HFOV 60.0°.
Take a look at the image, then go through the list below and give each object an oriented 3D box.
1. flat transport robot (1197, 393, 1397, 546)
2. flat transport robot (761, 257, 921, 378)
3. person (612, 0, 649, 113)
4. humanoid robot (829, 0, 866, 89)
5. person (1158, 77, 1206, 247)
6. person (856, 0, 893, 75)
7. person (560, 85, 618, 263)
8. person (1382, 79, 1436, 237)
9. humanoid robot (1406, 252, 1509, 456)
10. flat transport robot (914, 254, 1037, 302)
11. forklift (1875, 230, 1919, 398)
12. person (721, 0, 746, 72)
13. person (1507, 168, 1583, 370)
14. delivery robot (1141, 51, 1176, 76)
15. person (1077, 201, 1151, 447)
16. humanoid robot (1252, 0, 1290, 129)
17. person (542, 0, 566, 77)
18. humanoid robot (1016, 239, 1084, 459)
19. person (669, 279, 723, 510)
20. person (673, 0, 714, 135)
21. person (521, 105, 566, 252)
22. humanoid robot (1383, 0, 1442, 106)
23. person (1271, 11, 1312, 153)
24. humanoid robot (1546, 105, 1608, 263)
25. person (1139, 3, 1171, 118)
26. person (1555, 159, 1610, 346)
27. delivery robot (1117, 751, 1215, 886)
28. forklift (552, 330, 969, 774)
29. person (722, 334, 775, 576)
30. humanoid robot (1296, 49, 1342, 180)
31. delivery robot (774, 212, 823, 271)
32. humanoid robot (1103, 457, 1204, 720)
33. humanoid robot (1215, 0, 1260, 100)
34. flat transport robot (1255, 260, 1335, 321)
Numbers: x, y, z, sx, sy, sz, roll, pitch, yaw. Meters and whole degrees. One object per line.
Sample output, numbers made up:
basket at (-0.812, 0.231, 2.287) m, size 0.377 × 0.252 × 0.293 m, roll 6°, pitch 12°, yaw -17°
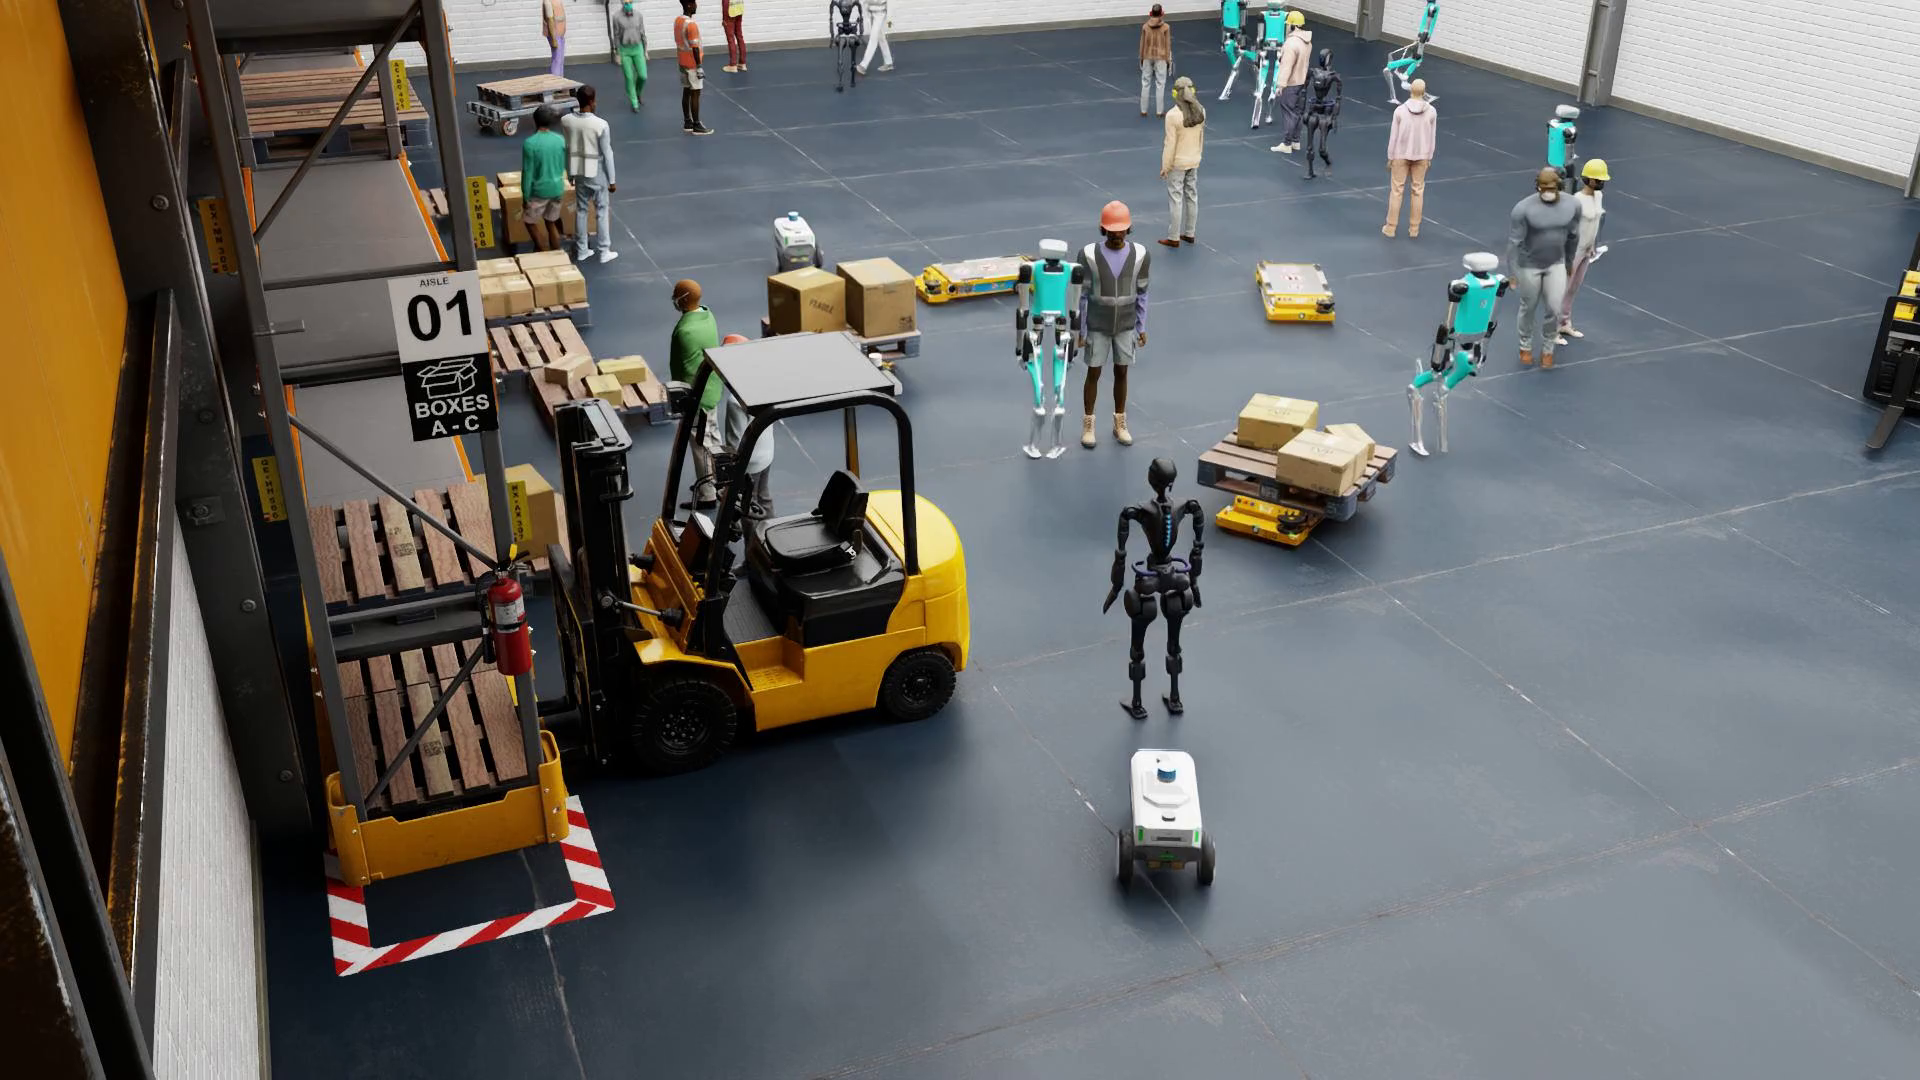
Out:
flat transport robot at (2.559, -0.368, 12.719) m, size 0.659 × 0.231 × 1.431 m, roll 17°, pitch 31°, yaw 30°
flat transport robot at (-1.107, -1.672, 15.313) m, size 0.659 × 0.231 × 1.431 m, roll -11°, pitch 29°, yaw -21°
person at (-4.901, -7.301, 24.787) m, size 0.509 × 1.824 × 0.477 m, roll -11°, pitch 29°, yaw -21°
humanoid robot at (-1.778, -7.973, 26.301) m, size 0.589 × 1.635 × 0.675 m, roll 1°, pitch 27°, yaw 2°
person at (2.486, -4.210, 18.576) m, size 0.554 × 1.875 × 0.403 m, roll -17°, pitch 31°, yaw -30°
person at (-1.451, -8.615, 27.382) m, size 1.004 × 1.830 × 0.584 m, roll -21°, pitch 33°, yaw -35°
person at (-4.018, -3.955, 18.037) m, size 0.600 × 1.904 × 0.394 m, roll 10°, pitch 28°, yaw 19°
person at (5.119, -4.327, 18.908) m, size 0.523 × 1.784 × 0.401 m, roll 1°, pitch 27°, yaw 2°
humanoid robot at (3.896, -1.486, 13.336) m, size 0.538 × 1.790 × 0.756 m, roll -12°, pitch 29°, yaw -22°
flat transport robot at (0.230, -2.742, 17.441) m, size 1.431 × 0.231 × 0.659 m, roll -10°, pitch 28°, yaw -18°
forklift at (9.029, -2.397, 14.618) m, size 1.214 × 2.155 × 2.313 m, roll 18°, pitch 32°, yaw 32°
person at (-3.761, -8.673, 27.569) m, size 0.364 × 1.767 × 0.479 m, roll 19°, pitch 32°, yaw 32°
person at (5.256, -2.470, 15.096) m, size 0.655 × 1.891 × 0.566 m, roll 2°, pitch 27°, yaw 3°
delivery robot at (3.255, -8.027, 27.597) m, size 0.499 × 0.560 × 0.734 m, roll -5°, pitch 27°, yaw -10°
person at (1.230, -1.742, 13.482) m, size 0.606 × 2.043 × 0.375 m, roll -3°, pitch 27°, yaw -7°
humanoid robot at (4.429, -6.776, 23.928) m, size 0.552 × 1.866 × 0.839 m, roll 11°, pitch 29°, yaw 21°
person at (-6.247, -7.772, 25.691) m, size 0.373 × 1.843 × 0.568 m, roll 0°, pitch 27°, yaw 0°
humanoid robot at (0.732, -1.466, 13.249) m, size 0.549 × 1.749 × 0.739 m, roll -3°, pitch 27°, yaw -6°
person at (-1.970, -1.093, 12.477) m, size 0.384 × 1.783 × 0.548 m, roll 3°, pitch 27°, yaw 7°
person at (-3.793, -6.736, 23.498) m, size 0.363 × 1.965 × 0.609 m, roll -17°, pitch 31°, yaw -30°
person at (-4.379, -3.665, 17.536) m, size 0.484 × 1.827 × 0.528 m, roll 24°, pitch 35°, yaw 38°
humanoid robot at (6.743, -7.317, 24.874) m, size 0.999 × 1.709 × 0.581 m, roll 7°, pitch 28°, yaw 14°
person at (4.530, -6.206, 22.569) m, size 0.429 × 1.859 × 0.790 m, roll 15°, pitch 31°, yaw 28°
humanoid robot at (6.757, -3.818, 17.990) m, size 0.995 × 1.774 × 0.530 m, roll -3°, pitch 27°, yaw -6°
person at (2.860, -7.047, 24.472) m, size 0.462 × 1.648 × 0.327 m, roll 7°, pitch 28°, yaw 14°
person at (5.880, -2.735, 15.761) m, size 0.532 × 1.766 × 0.324 m, roll -24°, pitch 35°, yaw -39°
delivery robot at (1.079, 1.466, 8.775) m, size 0.499 × 0.614 × 0.789 m, roll 1°, pitch 27°, yaw 3°
forklift at (-1.094, 0.010, 9.831) m, size 2.313 × 2.155 × 1.214 m, roll -10°, pitch 28°, yaw -20°
person at (-1.477, -0.587, 11.516) m, size 0.352 × 1.740 × 0.571 m, roll 7°, pitch 28°, yaw 14°
humanoid robot at (4.614, -5.452, 21.261) m, size 0.588 × 1.642 × 0.436 m, roll 19°, pitch 32°, yaw 33°
delivery robot at (-1.801, -3.257, 18.169) m, size 0.499 × 0.614 × 0.790 m, roll -7°, pitch 28°, yaw -13°
humanoid robot at (1.162, 0.276, 9.869) m, size 0.601 × 1.655 × 0.326 m, roll -6°, pitch 27°, yaw -11°
humanoid robot at (4.447, -7.710, 25.712) m, size 0.969 × 1.765 × 0.544 m, roll -17°, pitch 31°, yaw -30°
flat transport robot at (3.429, -2.562, 17.082) m, size 0.659 × 0.231 × 1.431 m, roll 2°, pitch 27°, yaw 3°
